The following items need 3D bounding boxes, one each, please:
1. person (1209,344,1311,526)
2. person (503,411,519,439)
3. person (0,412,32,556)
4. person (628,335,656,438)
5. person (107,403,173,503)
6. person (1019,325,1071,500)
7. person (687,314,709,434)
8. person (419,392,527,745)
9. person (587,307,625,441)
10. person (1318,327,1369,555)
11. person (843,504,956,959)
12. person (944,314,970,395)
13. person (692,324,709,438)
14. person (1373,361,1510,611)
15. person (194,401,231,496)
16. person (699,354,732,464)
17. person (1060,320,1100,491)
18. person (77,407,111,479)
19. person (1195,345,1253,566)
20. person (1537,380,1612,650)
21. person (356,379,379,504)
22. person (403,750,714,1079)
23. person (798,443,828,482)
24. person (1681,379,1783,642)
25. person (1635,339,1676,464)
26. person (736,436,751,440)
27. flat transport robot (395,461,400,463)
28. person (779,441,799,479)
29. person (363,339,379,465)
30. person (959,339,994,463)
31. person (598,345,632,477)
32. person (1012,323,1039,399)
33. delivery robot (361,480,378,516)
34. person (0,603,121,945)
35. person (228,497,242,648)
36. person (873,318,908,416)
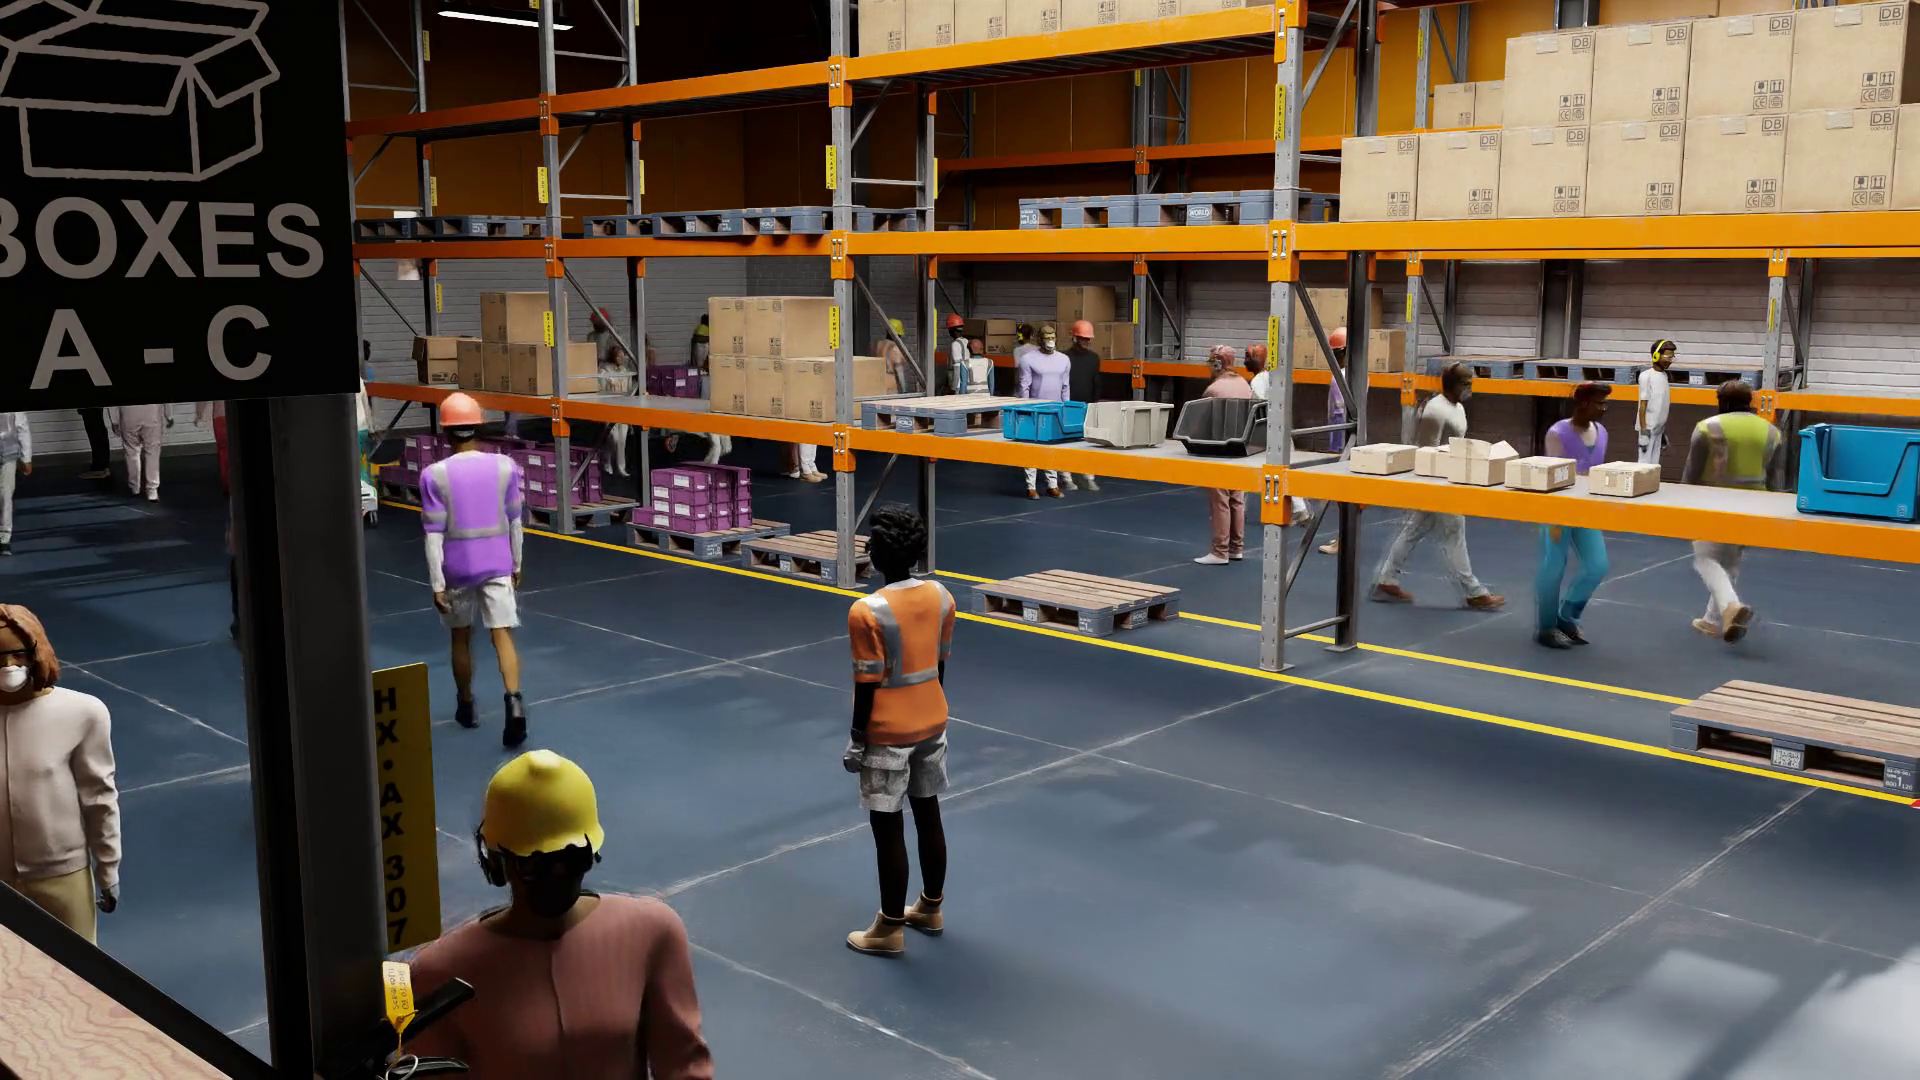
[{"bbox_3d":[3.040,-1.037,16.540,1.024,1.834,0.597,5,11,28],"label":"person"},{"bbox_3d":[-6.626,-2.304,24.175,0.670,1.859,0.960,2,9,10],"label":"person"},{"bbox_3d":[-8.501,-0.724,14.641,0.621,1.809,0.732,-7,12,-37],"label":"person"},{"bbox_3d":[-4.735,-2.284,24.758,0.534,1.624,0.370,6,11,32],"label":"person"},{"bbox_3d":[-9.083,-1.366,18.459,0.646,1.854,0.995,-4,10,-22],"label":"person"},{"bbox_3d":[0.954,-1.416,18.506,0.627,1.940,0.372,-4,10,-23],"label":"person"},{"bbox_3d":[-3.823,-2.530,25.567,1.007,1.862,0.605,3,10,19],"label":"person"},{"bbox_3d":[-2.611,0.155,9.011,0.561,1.910,0.918,-5,10,-27],"label":"person"},{"bbox_3d":[-5.284,-2.512,25.059,0.636,2.004,0.944,6,11,33],"label":"person"},{"bbox_3d":[3.431,-0.879,14.902,0.395,2.040,0.609,6,11,33],"label":"person"},{"bbox_3d":[-0.231,0.707,6.221,0.318,1.700,0.534,7,12,37],"label":"person"},{"bbox_3d":[-0.045,-2.168,23.144,0.374,1.930,0.542,3,10,16],"label":"person"},{"bbox_3d":[-3.886,-2.376,25.031,0.338,1.724,0.568,-3,10,-18],"label":"person"},{"bbox_3d":[3.630,-0.408,12.547,1.015,1.878,0.645,5,10,26],"label":"person"},{"bbox_3d":[-8.367,-1.376,18.923,0.681,1.740,0.625,-4,10,-21],"label":"person"},{"bbox_3d":[-2.856,-1.355,19.098,0.448,1.618,0.525,4,10,21],"label":"person"},{"bbox_3d":[1.368,-1.526,19.072,0.640,1.965,0.688,-4,10,-22],"label":"person"},{"bbox_3d":[-10.670,-1.741,20.359,0.393,1.985,0.611,-2,9,-12],"label":"person"},{"bbox_3d":[2.263,-0.735,14.438,0.403,1.904,0.652,7,12,36],"label":"person"},{"bbox_3d":[4.111,-0.164,11.194,0.605,1.818,0.464,-5,10,-27],"label":"person"},{"bbox_3d":[-6.306,-1.101,17.196,0.438,1.725,0.596,3,10,18],"label":"person"},{"bbox_3d":[-0.702,1.222,3.028,0.530,1.714,0.891,-5,11,-29],"label":"person"},{"bbox_3d":[-1.785,-1.623,20.079,0.429,1.839,0.634,2,9,10],"label":"person"},{"bbox_3d":[5.285,-0.182,11.357,0.661,1.814,0.750,-1,9,-6],"label":"person"},{"bbox_3d":[6.894,-1.055,16.527,0.517,1.865,0.328,-9,13,-43],"label":"person"},{"bbox_3d":[-3.163,-2.440,24.918,0.574,1.893,0.533,0,9,2],"label":"person"},{"bbox_3d":[-6.302,-0.839,20.070,1.431,0.197,0.652,0,9,-1],"label":"flat transport robot"},{"bbox_3d":[-2.031,-1.707,20.389,0.409,1.908,0.639,-4,10,-25],"label":"person"},{"bbox_3d":[-7.631,-1.695,21.014,0.533,1.674,0.576,7,12,36],"label":"person"},{"bbox_3d":[0.223,-1.841,22.034,0.514,1.637,0.310,-4,10,-24],"label":"person"},{"bbox_3d":[-4.209,-1.573,20.400,0.360,1.623,0.543,8,12,39],"label":"person"},{"bbox_3d":[0.985,-1.998,22.415,0.765,1.834,0.525,8,13,42],"label":"person"},{"bbox_3d":[-6.058,-0.453,16.549,0.477,0.478,0.707,-6,11,-34],"label":"delivery robot"},{"bbox_3d":[-2.686,0.978,4.796,0.493,1.625,0.281,-4,10,-23],"label":"person"},{"bbox_3d":[-3.114,0.323,7.838,0.699,1.937,0.458,0,9,0],"label":"person"},{"bbox_3d":[-1.004,-2.148,23.202,0.426,1.885,0.605,-7,12,-38],"label":"person"}]
